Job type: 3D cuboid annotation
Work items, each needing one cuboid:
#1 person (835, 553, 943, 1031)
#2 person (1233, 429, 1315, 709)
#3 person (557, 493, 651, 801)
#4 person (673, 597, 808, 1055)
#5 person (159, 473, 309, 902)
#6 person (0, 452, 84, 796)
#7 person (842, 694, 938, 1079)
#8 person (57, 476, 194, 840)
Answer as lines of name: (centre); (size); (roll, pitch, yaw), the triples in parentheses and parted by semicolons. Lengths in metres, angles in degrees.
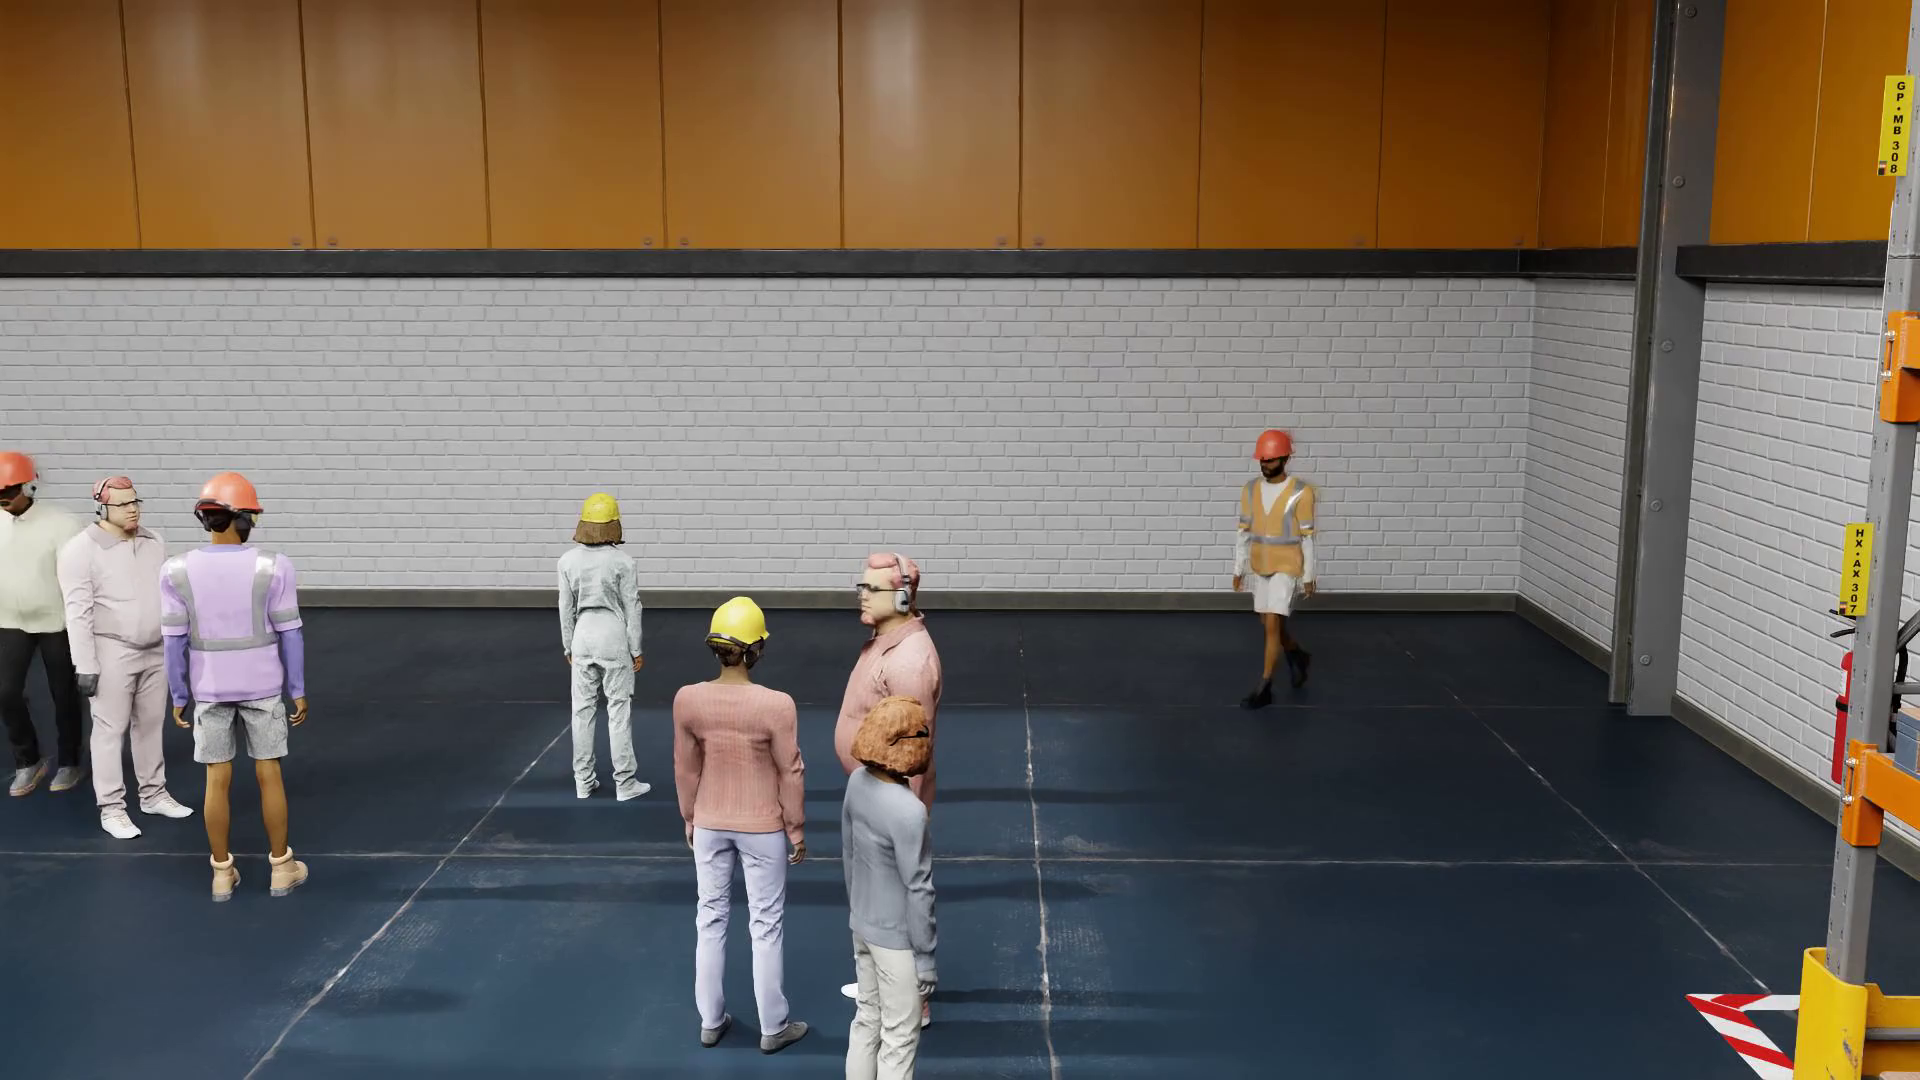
person: (-0.286, 0.988, 6.550); (0.410, 1.911, 0.642); (-2, 10, -10)
person: (2.219, 0.169, 11.495); (0.552, 1.908, 0.880); (9, 13, 43)
person: (-2.004, 0.600, 9.368); (0.490, 1.744, 0.295); (2, 10, 13)
person: (-0.834, 1.091, 6.363); (0.525, 1.769, 0.310); (3, 10, 16)
person: (-3.430, 0.696, 7.916); (0.614, 2.034, 0.392); (-2, 10, -11)
person: (-5.238, 0.483, 9.415); (0.633, 1.968, 0.583); (-1, 10, -7)
person: (-0.218, 1.305, 5.469); (0.265, 1.632, 0.508); (-5, 11, -29)
person: (-4.407, 0.608, 8.836); (0.409, 1.907, 0.649); (3, 10, 19)
